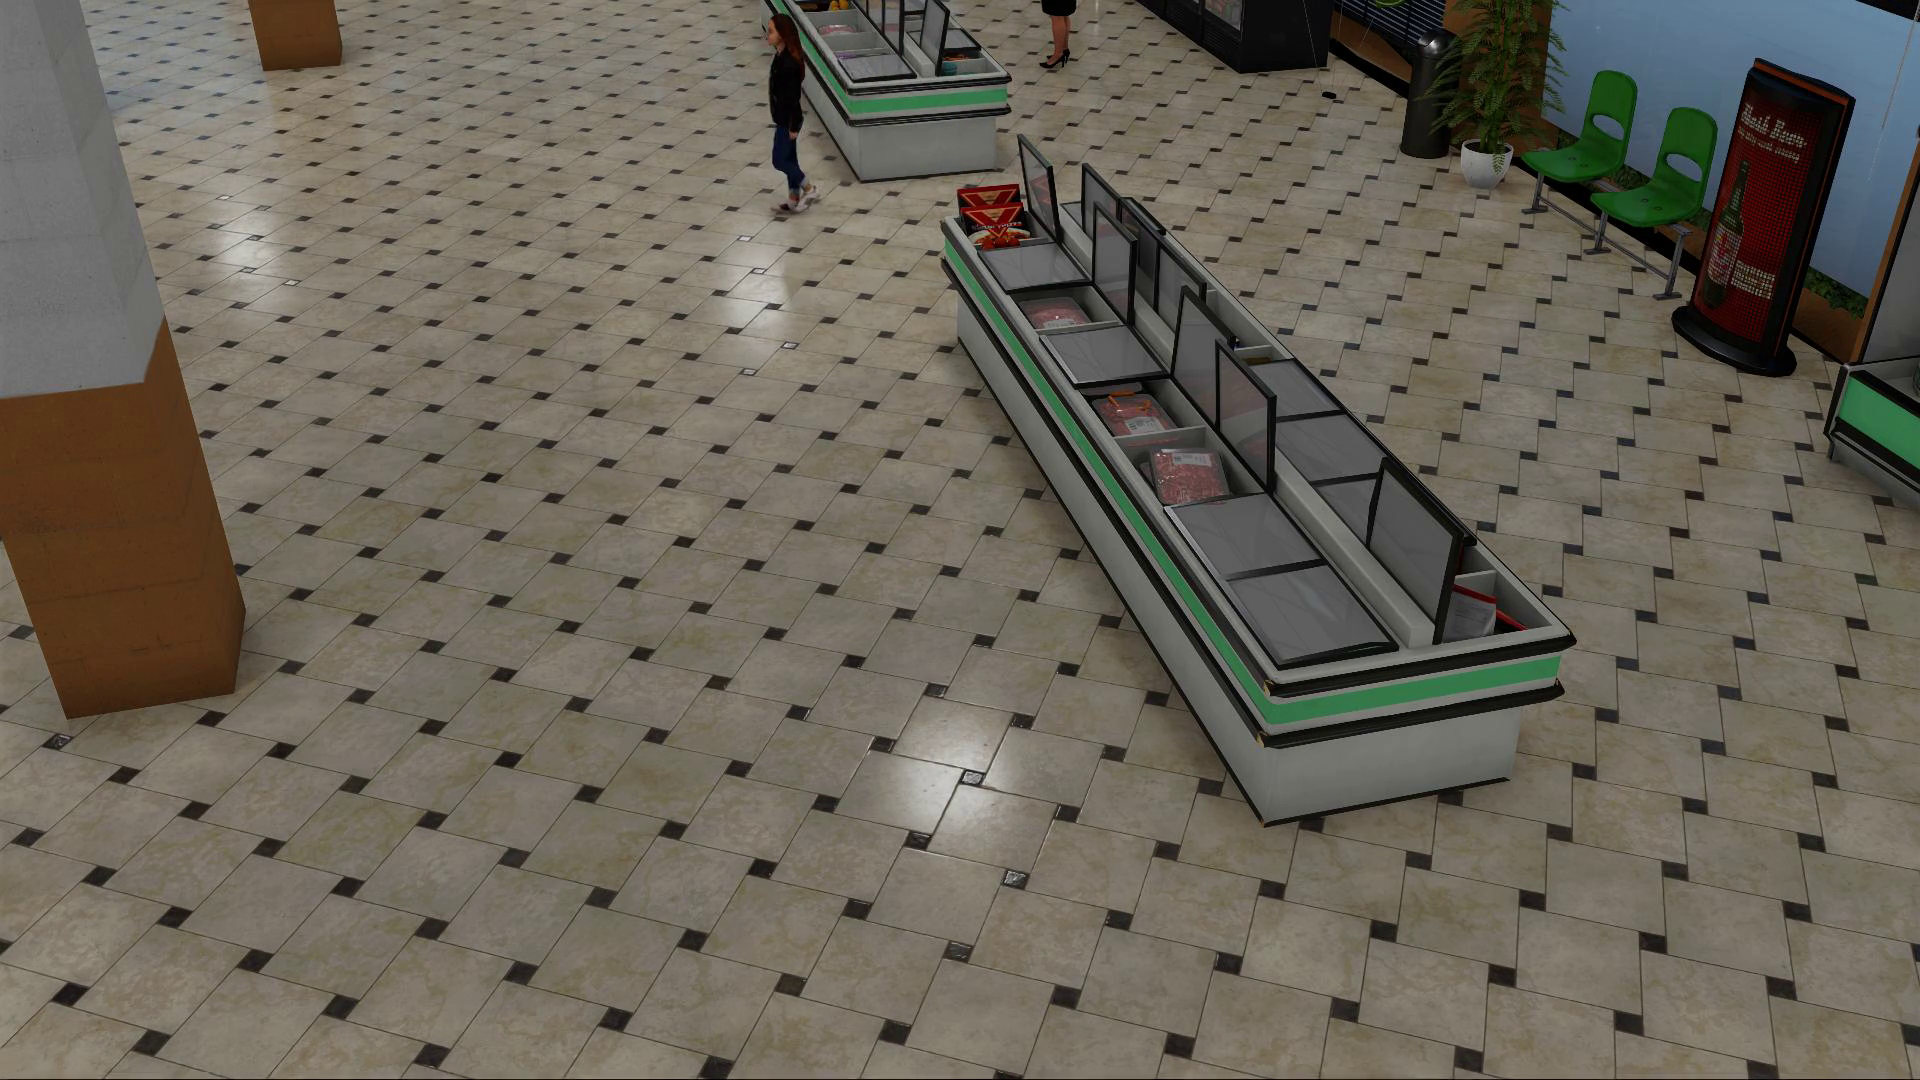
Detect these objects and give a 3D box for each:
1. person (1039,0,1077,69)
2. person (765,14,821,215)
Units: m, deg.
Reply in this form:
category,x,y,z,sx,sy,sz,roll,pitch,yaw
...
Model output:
category,x,y,z,sx,sy,sz,roll,pitch,yaw
person,0.911,-5.240,15.411,0.869,1.671,0.772,11,34,17
person,-1.195,-3.091,12.140,0.634,1.477,0.530,-7,33,-12
